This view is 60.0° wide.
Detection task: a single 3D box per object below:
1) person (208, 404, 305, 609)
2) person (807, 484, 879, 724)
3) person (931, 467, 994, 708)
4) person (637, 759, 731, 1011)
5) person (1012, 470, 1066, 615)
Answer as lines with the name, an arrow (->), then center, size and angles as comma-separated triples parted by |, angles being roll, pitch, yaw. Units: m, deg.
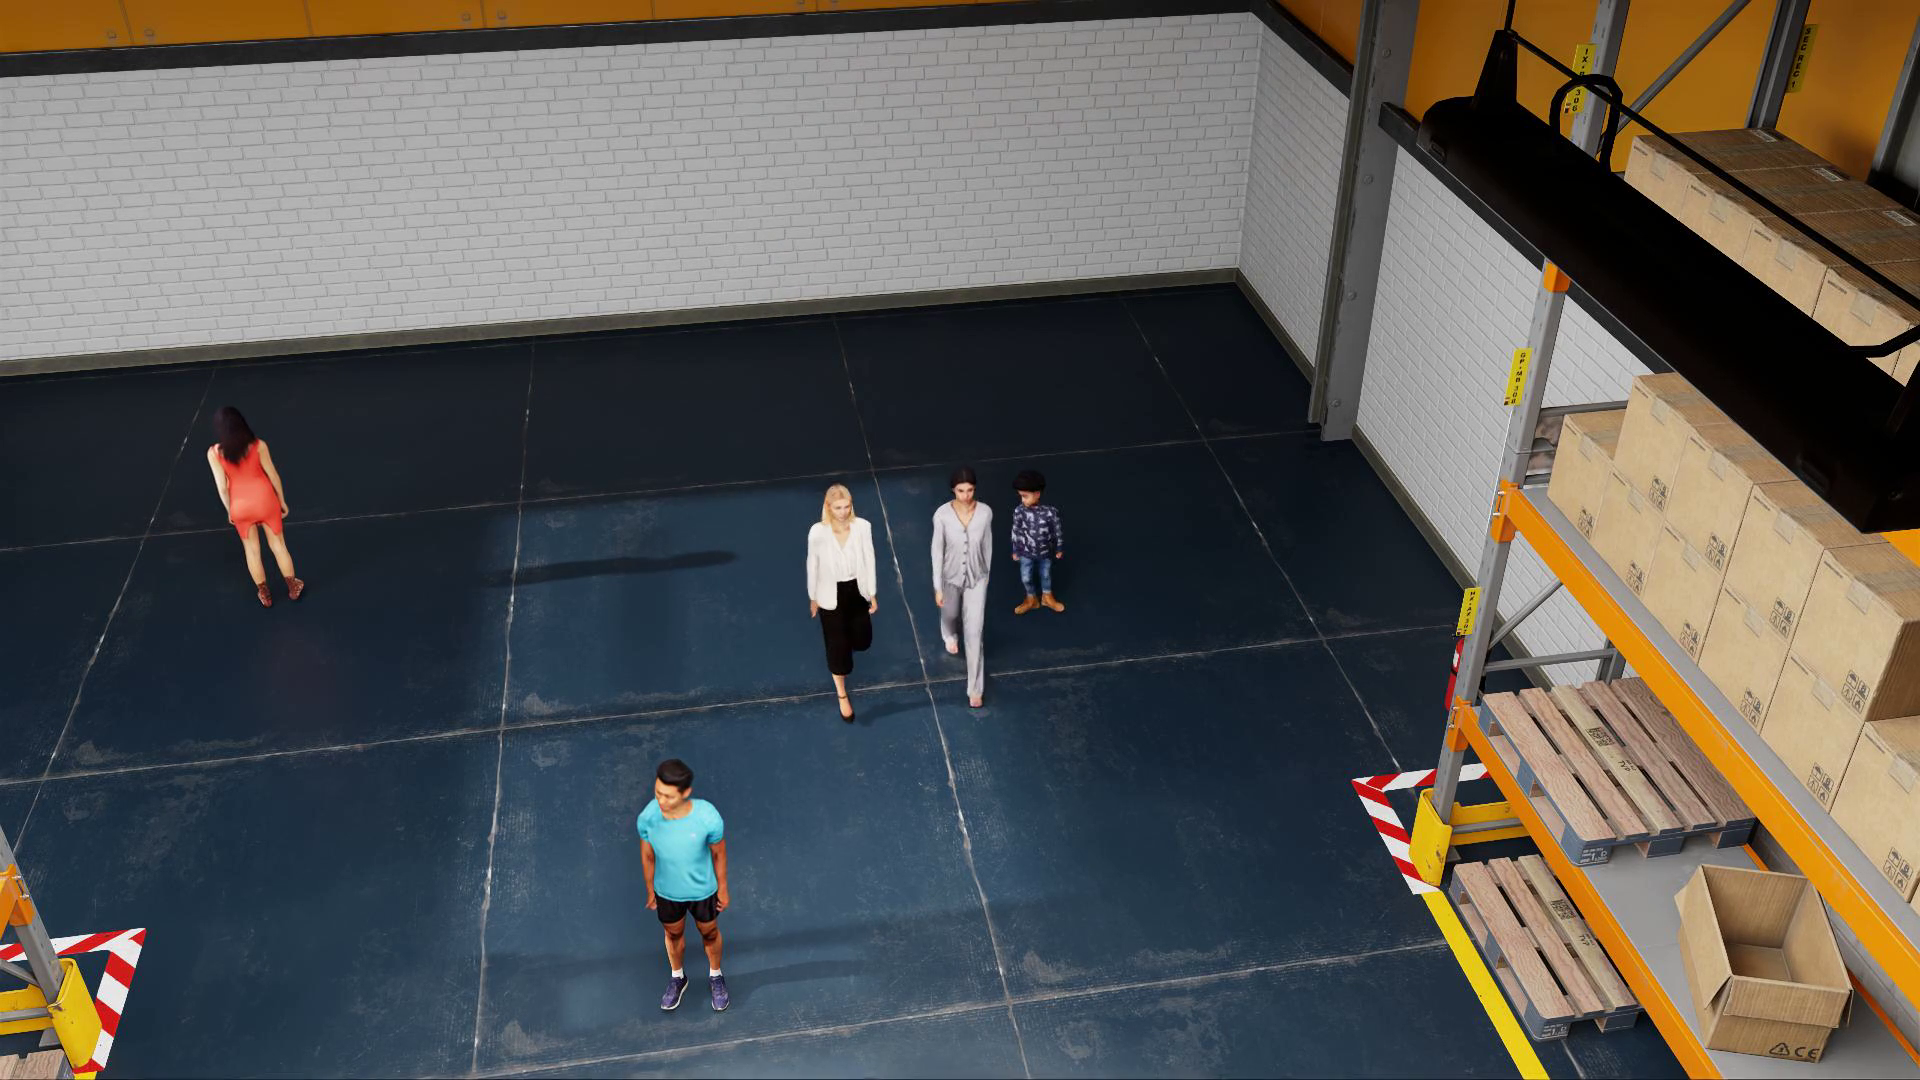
person -> -5.256, -0.255, 12.385 | 0.633, 1.719, 0.599 | -13, 36, -19
person -> -0.806, 0.377, 11.324 | 0.681, 1.841, 0.942 | -8, 34, -12
person -> -0.016, 0.217, 11.668 | 0.640, 1.727, 1.128 | -4, 34, -6
person -> -1.498, 1.883, 9.117 | 0.655, 1.776, 0.586 | 1, 34, 1
person -> 0.584, 0.019, 12.405 | 0.618, 1.241, 0.563 | -4, 34, -6
